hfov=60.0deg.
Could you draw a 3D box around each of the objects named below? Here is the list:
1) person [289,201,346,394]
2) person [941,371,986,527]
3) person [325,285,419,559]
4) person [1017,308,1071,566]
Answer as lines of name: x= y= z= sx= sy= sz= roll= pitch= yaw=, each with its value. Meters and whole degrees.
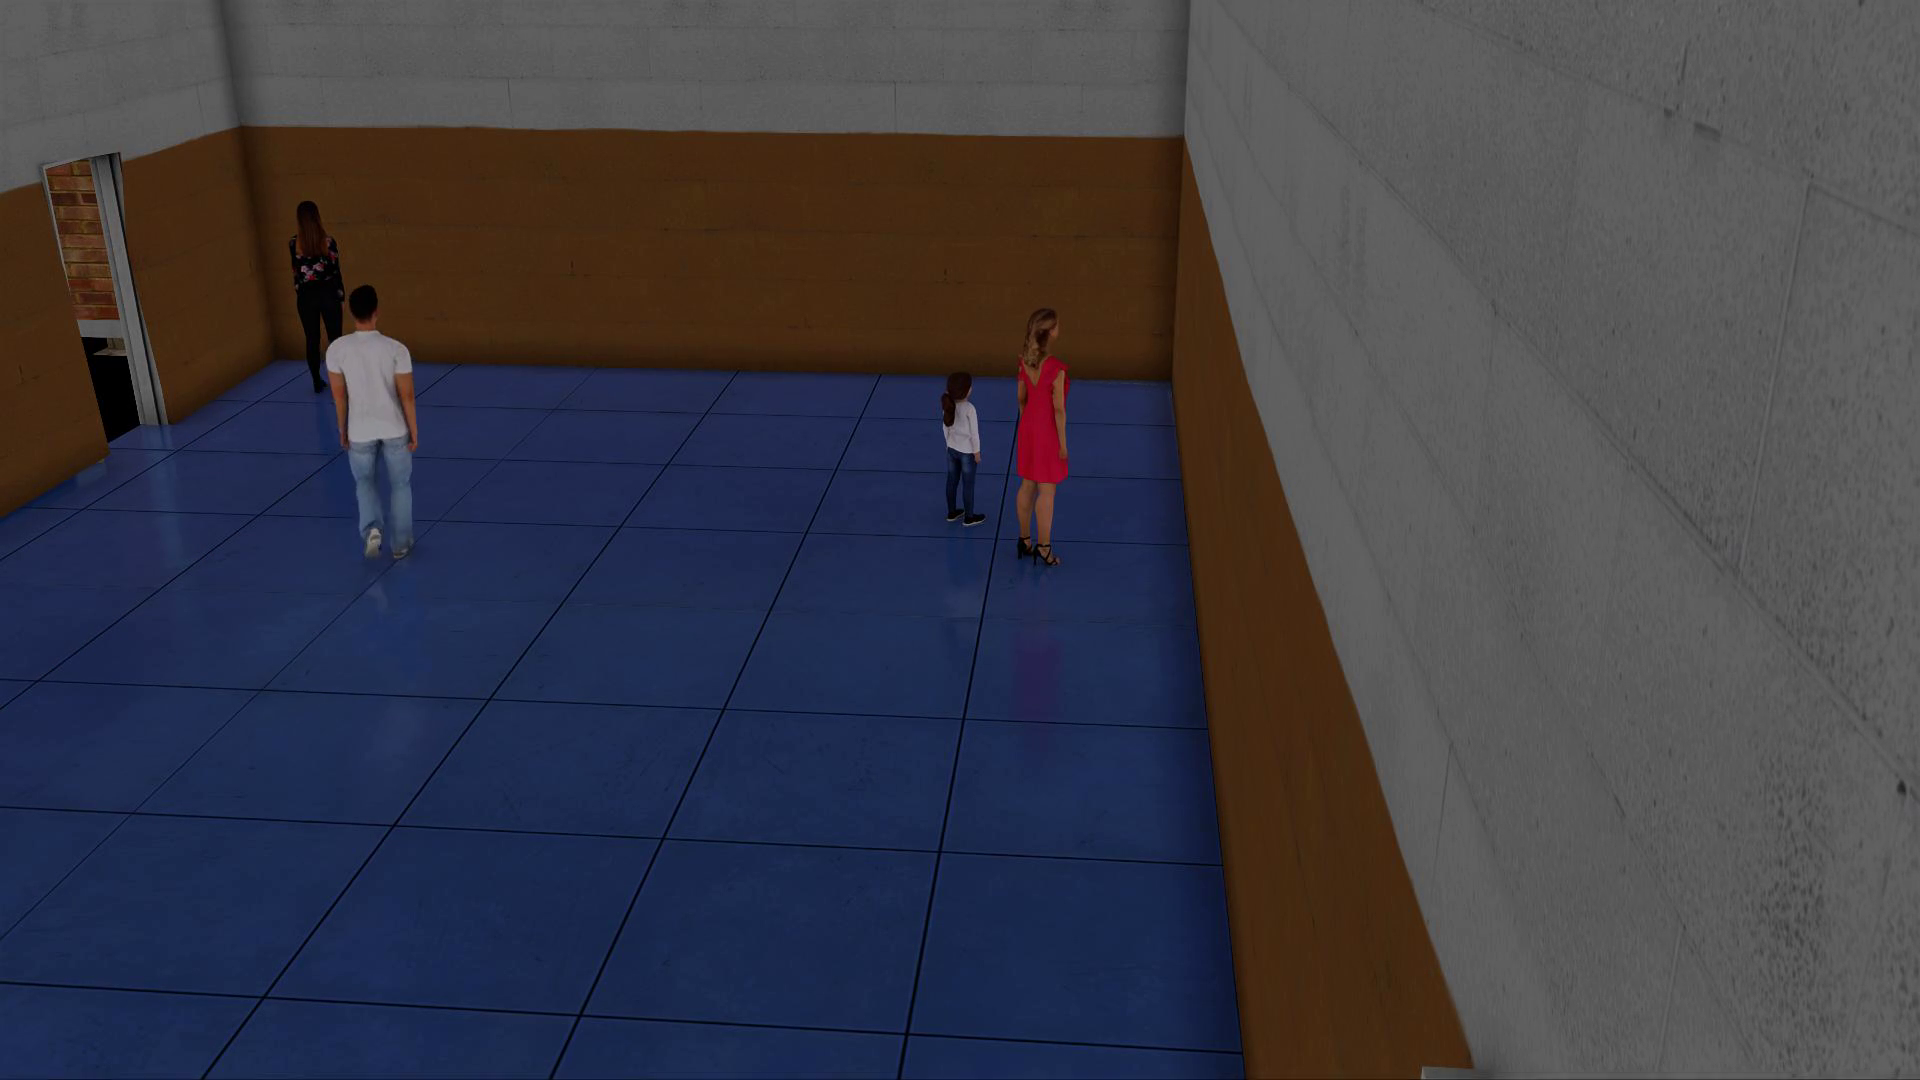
person: x=-5.623 y=-2.128 z=14.578 sx=0.527 sy=1.684 sz=0.674 roll=-4 pitch=22 yaw=-9
person: x=0.011 y=-0.659 z=11.693 sx=0.524 sy=1.110 sz=0.592 roll=17 pitch=28 yaw=37
person: x=-3.807 y=-0.707 z=10.823 sx=0.831 sy=1.847 sz=0.850 roll=-4 pitch=22 yaw=-9
person: x=0.525 y=-0.681 z=10.917 sx=0.717 sy=1.728 sz=0.665 roll=-16 pitch=27 yaw=-34
